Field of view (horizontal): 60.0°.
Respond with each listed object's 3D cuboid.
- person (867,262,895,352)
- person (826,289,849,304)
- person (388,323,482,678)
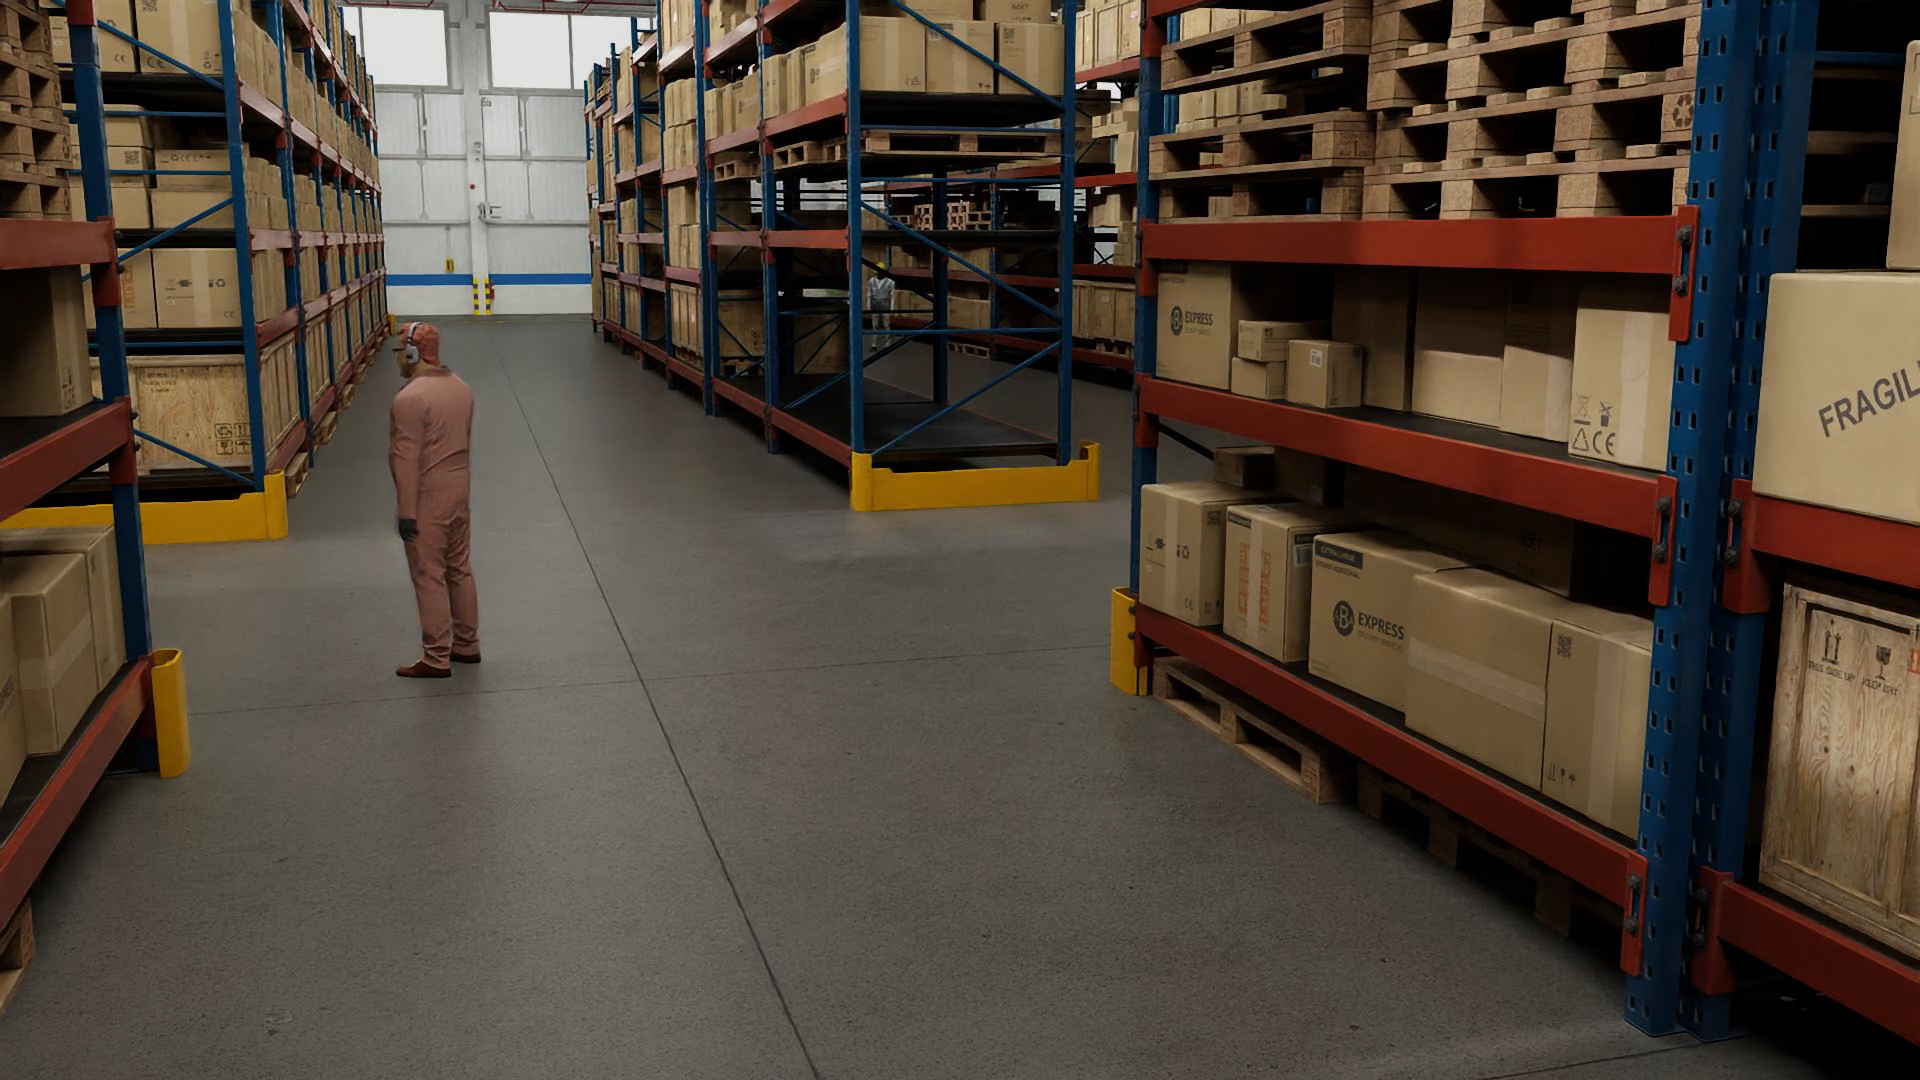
[{"bbox_3d":[-1.627,-4.770,34.084,0.590,1.836,0.404,2,11,10],"label":"person"},{"bbox_3d":[-2.673,-5.390,37.204,0.631,1.945,1.010,-4,11,-20],"label":"person"},{"bbox_3d":[-2.852,-0.212,8.941,0.399,1.899,0.650,2,11,12],"label":"person"}]
